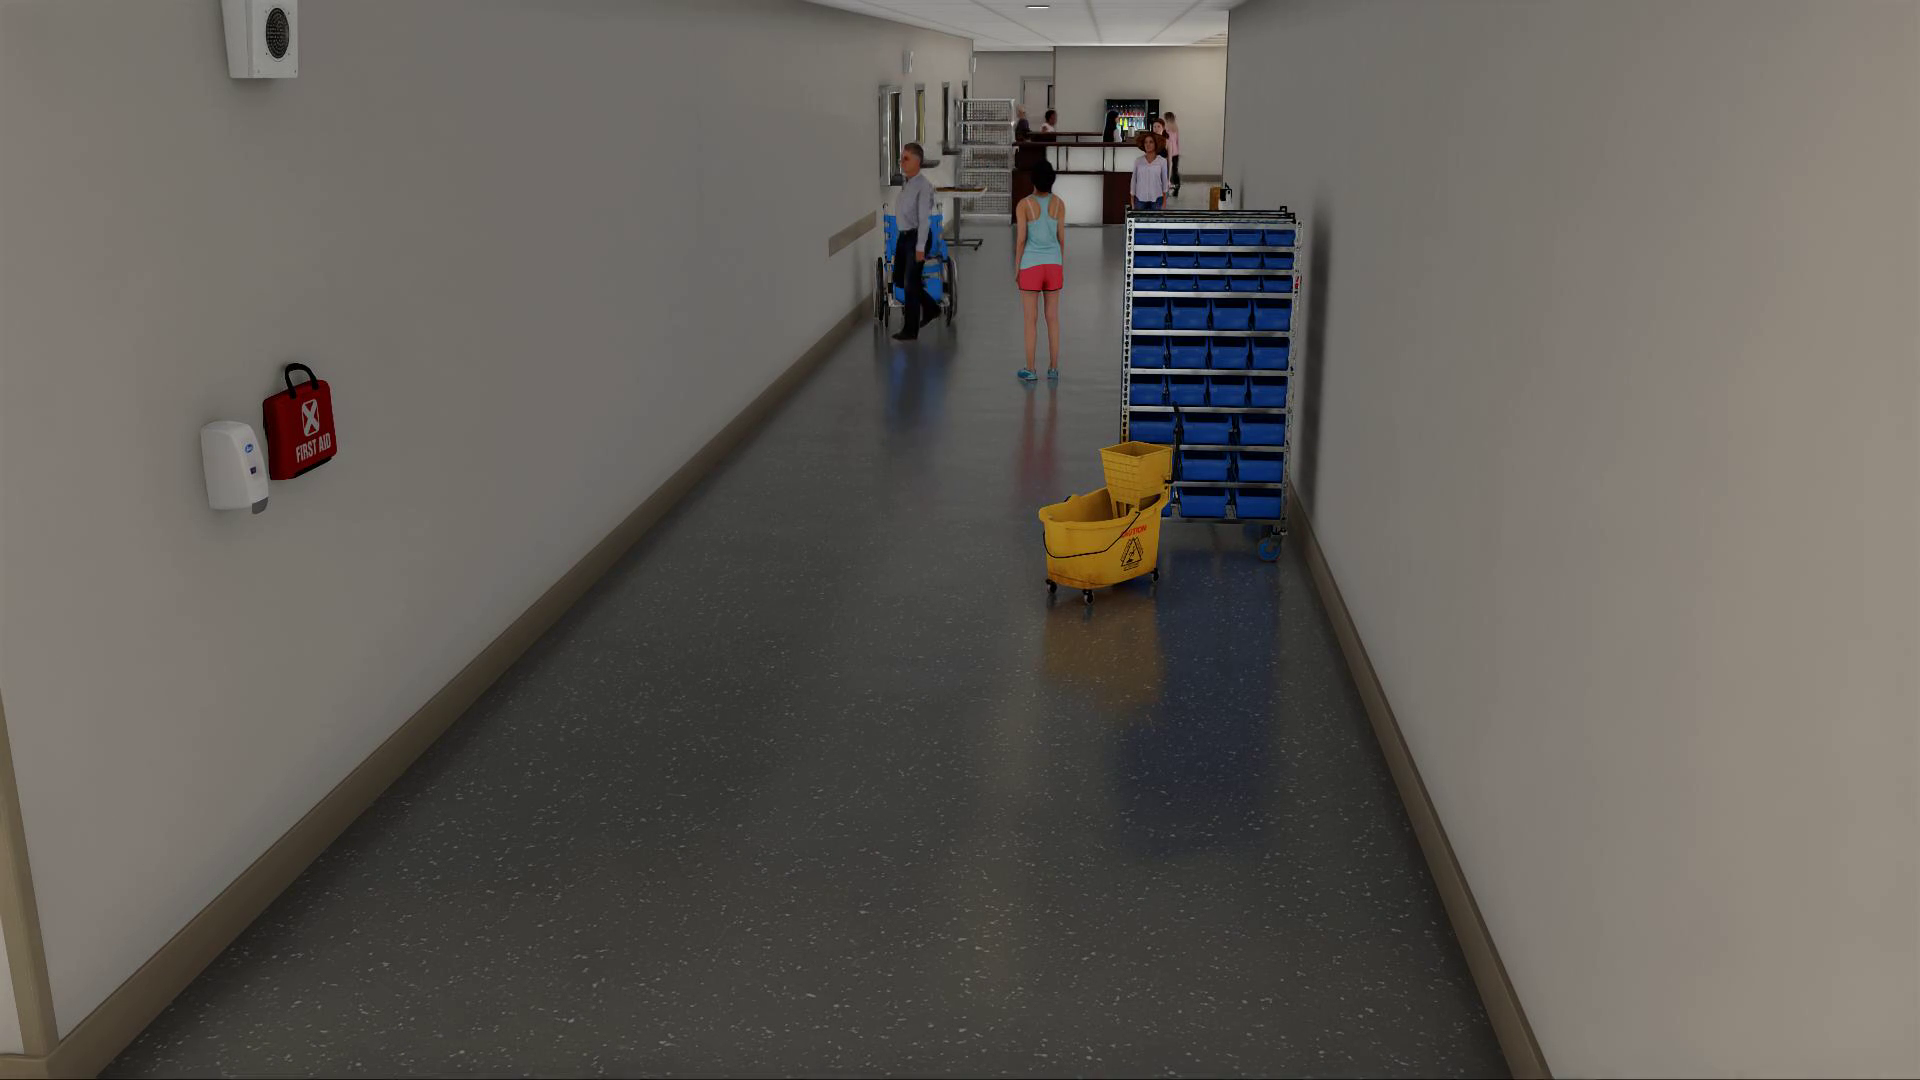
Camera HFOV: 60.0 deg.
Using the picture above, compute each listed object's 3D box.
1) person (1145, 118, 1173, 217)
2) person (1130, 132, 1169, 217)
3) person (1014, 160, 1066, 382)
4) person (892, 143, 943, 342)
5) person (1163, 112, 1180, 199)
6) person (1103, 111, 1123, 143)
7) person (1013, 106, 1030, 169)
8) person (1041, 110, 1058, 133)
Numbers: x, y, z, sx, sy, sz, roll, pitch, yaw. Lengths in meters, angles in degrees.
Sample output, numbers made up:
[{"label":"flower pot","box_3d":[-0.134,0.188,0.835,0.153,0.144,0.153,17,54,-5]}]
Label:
[{"label":"person","box_3d":[2.874,-5.217,24.201,0.561,1.784,0.684,5,17,17]},{"label":"person","box_3d":[2.429,-4.355,21.277,0.602,1.711,0.755,5,16,17]},{"label":"person","box_3d":[0.654,-2.184,13.476,0.625,1.766,0.720,-4,16,-14]},{"label":"person","box_3d":[-0.389,-2.790,15.545,0.996,1.810,0.917,-8,18,-27]},{"label":"person","box_3d":[4.177,-7.594,32.862,0.965,1.659,0.936,-4,16,-15]},{"label":"person","box_3d":[2.539,-6.281,27.932,0.724,1.808,0.690,-10,19,-32]},{"label":"person","box_3d":[1.438,-8.624,36.420,0.786,1.711,0.759,8,17,25]},{"label":"person","box_3d":[1.764,-7.937,34.047,0.702,1.677,0.728,5,16,16]}]
